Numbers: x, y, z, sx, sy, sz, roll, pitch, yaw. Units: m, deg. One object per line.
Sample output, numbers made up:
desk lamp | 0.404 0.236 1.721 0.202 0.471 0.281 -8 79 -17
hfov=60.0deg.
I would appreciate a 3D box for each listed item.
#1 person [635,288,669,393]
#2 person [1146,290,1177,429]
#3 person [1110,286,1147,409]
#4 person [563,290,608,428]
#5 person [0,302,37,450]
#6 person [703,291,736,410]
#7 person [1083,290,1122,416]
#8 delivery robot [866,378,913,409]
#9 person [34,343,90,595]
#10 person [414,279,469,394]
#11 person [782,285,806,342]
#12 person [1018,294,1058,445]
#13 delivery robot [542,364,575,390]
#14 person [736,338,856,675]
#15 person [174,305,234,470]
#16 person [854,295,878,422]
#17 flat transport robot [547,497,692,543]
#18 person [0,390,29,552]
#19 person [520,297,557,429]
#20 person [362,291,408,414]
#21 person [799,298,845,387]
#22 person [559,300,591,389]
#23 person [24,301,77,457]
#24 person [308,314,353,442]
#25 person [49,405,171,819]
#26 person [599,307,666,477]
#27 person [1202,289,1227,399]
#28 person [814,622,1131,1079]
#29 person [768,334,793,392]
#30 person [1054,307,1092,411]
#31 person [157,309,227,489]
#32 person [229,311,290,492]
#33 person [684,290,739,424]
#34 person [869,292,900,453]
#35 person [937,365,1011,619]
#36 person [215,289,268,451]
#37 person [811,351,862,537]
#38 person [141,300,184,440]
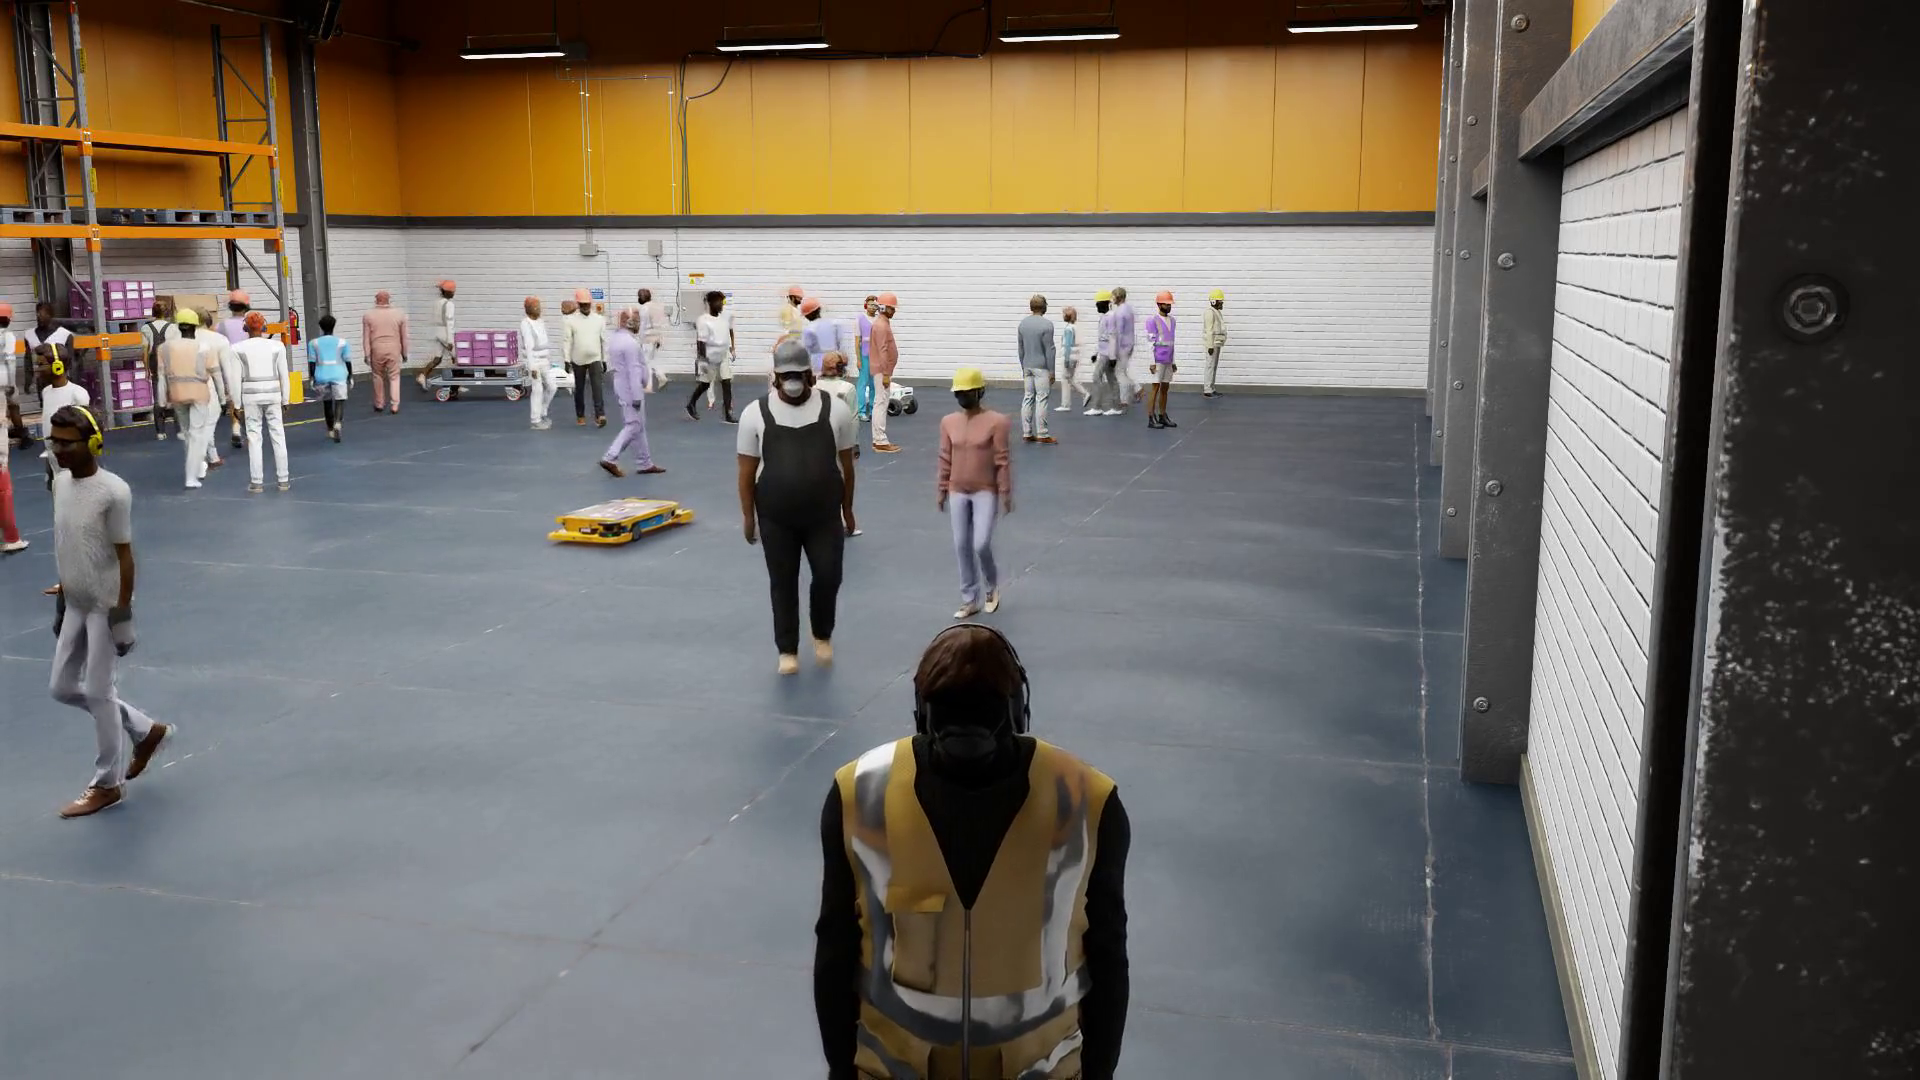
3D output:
person | -5.422 -3.473 29.018 0.477 1.824 0.646 3 10 14
person | 2.859 -2.537 23.407 0.545 1.938 0.355 -10 14 -44
person | 2.601 -3.022 26.191 0.498 1.924 0.647 4 11 20
person | -5.287 -2.552 23.504 0.645 1.933 1.052 -4 11 -20
person | -11.850 -1.996 20.544 0.540 1.871 1.015 1 10 4
person | -3.767 -2.972 26.082 0.513 1.866 0.331 -3 10 -14
person | 2.124 -2.816 25.105 0.773 1.898 0.612 0 10 -2
delivery robot | -1.074 -2.220 25.262 0.707 0.478 0.477 6 12 33
person | -6.480 -0.500 12.084 0.513 1.865 0.329 6 12 30
person | -9.008 -3.506 28.732 0.640 2.002 0.940 9 14 42
person | -2.697 -3.211 27.257 0.403 1.923 0.576 3 10 16
person | 1.009 -2.195 21.470 0.370 1.940 0.630 -9 13 -40
delivery robot | -6.853 -2.743 28.224 0.707 0.478 0.477 0 10 1
person | -0.970 -0.204 9.903 0.708 2.000 0.536 -1 10 -7
person | -8.521 -1.680 18.696 0.642 1.903 0.982 0 10 0
person | -1.319 -2.658 24.374 0.564 1.839 0.395 -9 14 -43
flat transport robot | -3.010 -0.186 14.811 0.652 0.197 1.431 3 11 18
person | -7.977 -0.704 13.604 0.533 1.729 0.823 -1 10 -6
person | -5.891 -2.455 23.191 0.397 1.853 0.676 3 10 17
person | -8.838 -2.881 25.566 0.671 1.863 0.958 -4 11 -23
person | -1.804 -2.267 22.061 0.668 1.885 0.365 -6 12 -30
person | -6.836 -3.465 29.605 0.724 1.606 0.521 2 10 12
person | -11.161 -1.993 20.479 0.596 1.896 0.876 1 10 5
person | -8.249 -2.121 21.788 0.535 1.668 0.759 -2 10 -11
person | -3.901 0.305 7.536 0.555 1.855 0.539 6 11 29
person | -3.672 -1.639 18.485 0.774 1.886 0.657 -5 11 -25
person | 4.297 -3.306 28.062 0.404 1.830 0.600 4 11 19
person | 0.022 1.062 3.301 0.624 1.844 0.430 0 10 3
person | -1.884 -1.463 18.293 0.519 1.579 0.842 8 13 39
person | 1.736 -2.794 25.723 0.485 1.625 0.528 4 11 20
person | -8.177 -1.515 17.777 0.618 1.872 0.981 -1 10 -7
person | -7.277 -1.435 17.324 0.572 1.883 0.353 -6 12 -31
person | -3.603 -2.641 24.030 0.943 1.939 0.611 8 13 37
person | -0.936 -2.083 20.704 0.392 1.985 0.610 -1 10 -7
person | 0.076 -0.316 11.364 0.545 1.747 0.372 5 11 25
person | -8.891 -2.101 20.682 0.617 2.027 0.466 -2 10 -10
person | -1.104 -0.842 14.662 0.525 1.636 0.307 6 12 31
person | -10.519 -2.244 22.007 0.513 1.844 0.328 -2 10 -13
